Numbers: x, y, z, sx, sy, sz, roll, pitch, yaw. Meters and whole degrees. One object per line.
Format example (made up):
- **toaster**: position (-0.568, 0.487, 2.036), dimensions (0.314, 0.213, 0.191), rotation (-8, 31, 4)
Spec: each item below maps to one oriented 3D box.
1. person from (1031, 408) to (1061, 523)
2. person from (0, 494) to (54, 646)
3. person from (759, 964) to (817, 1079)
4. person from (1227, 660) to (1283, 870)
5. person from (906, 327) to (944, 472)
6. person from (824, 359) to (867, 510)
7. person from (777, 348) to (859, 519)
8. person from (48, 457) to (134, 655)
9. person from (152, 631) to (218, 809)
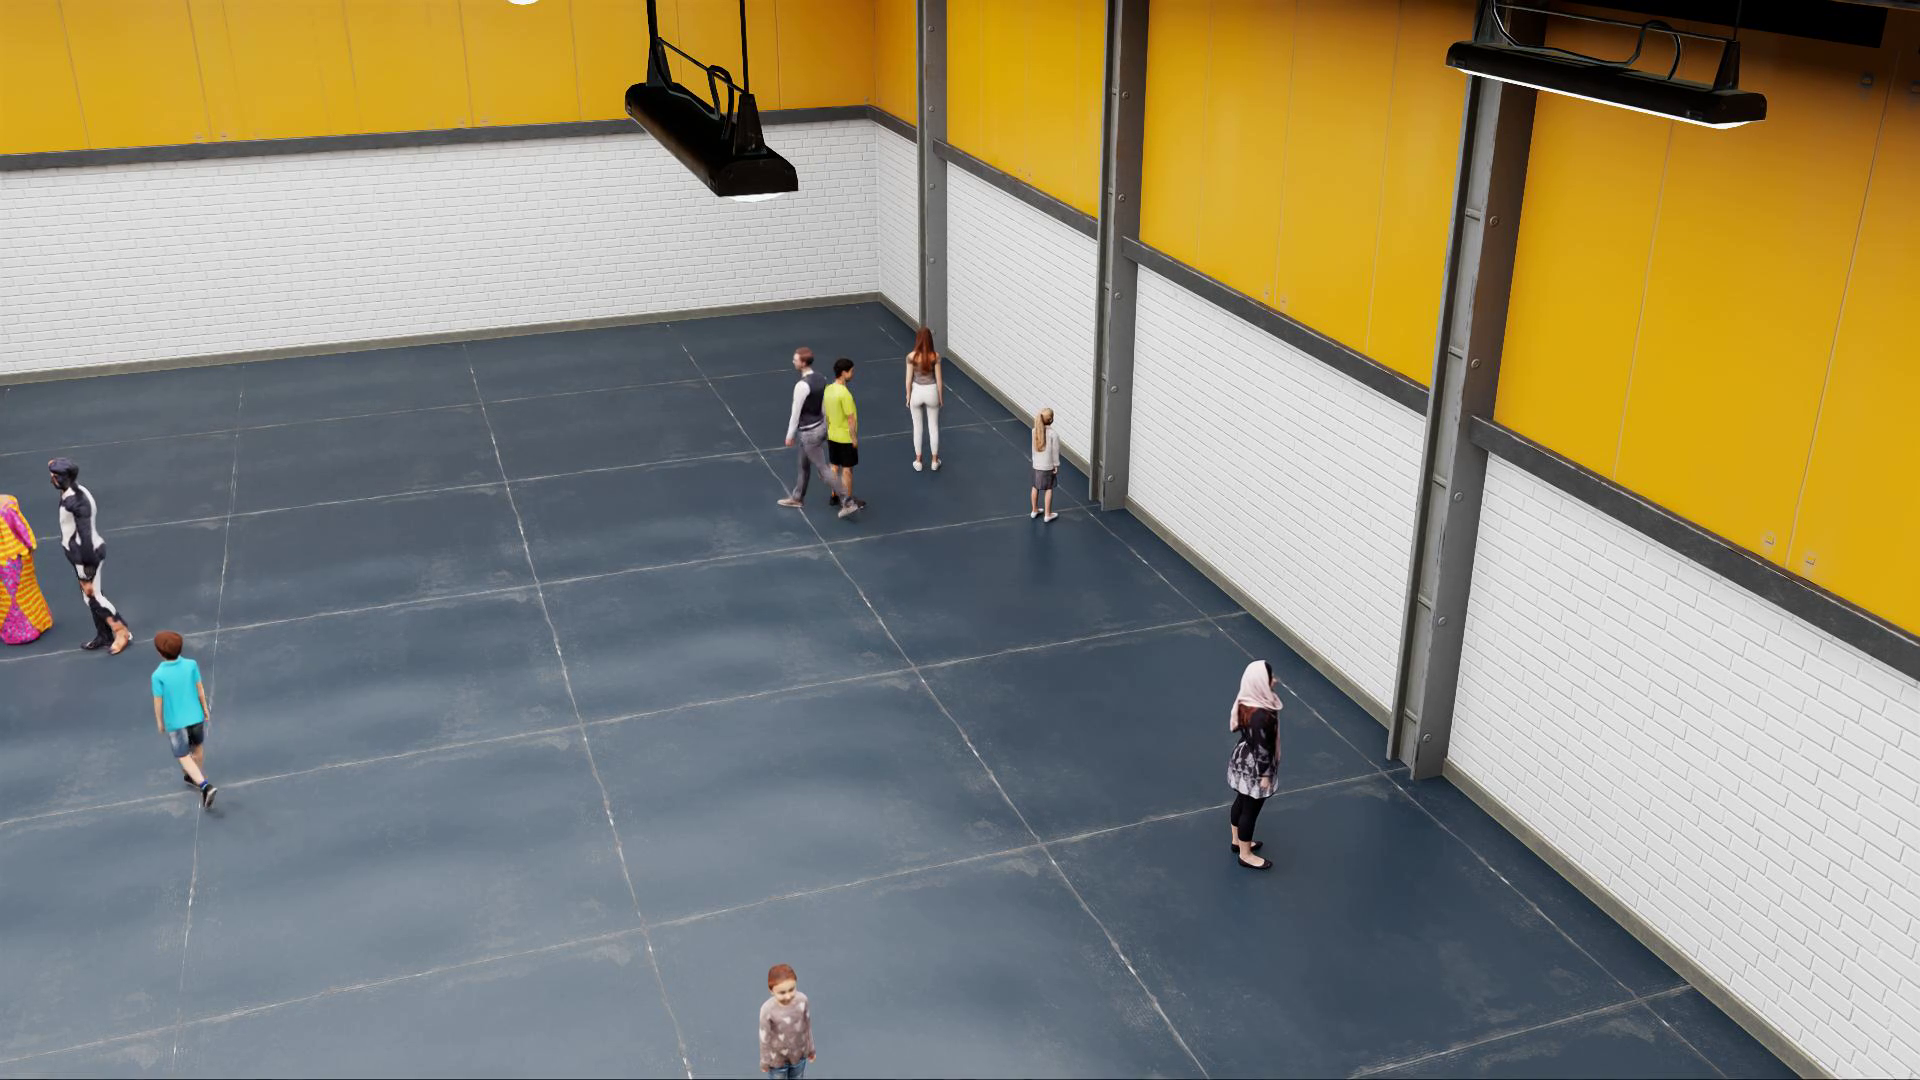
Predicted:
- **person**: position (0.914, -0.838, 18.122), dimensions (0.587, 1.275, 0.657), rotation (15, 28, 31)
- **person**: position (-8.873, 0.127, 15.438), dimensions (0.890, 1.658, 0.823), rotation (9, 25, 19)
- **person**: position (-1.001, 2.942, 9.576), dimensions (0.509, 1.194, 0.500), rotation (-12, 26, -26)
- **person**: position (2.129, 1.609, 12.073), dimensions (0.755, 1.638, 0.645), rotation (-2, 24, -4)
- **person**: position (-0.411, -1.651, 19.423), dimensions (0.647, 1.724, 0.629), rotation (0, 24, -1)
- **person**: position (-1.304, -1.170, 18.345), dimensions (0.750, 1.706, 0.596), rotation (-19, 30, -36)
- **person**: position (-1.515, -1.127, 17.998), dimensions (1.214, 1.906, 1.251), rotation (7, 25, 17)
- **person**: position (-7.922, 0.133, 15.139), dimensions (0.817, 1.885, 0.685), rotation (-16, 28, -32)
- **person**: position (-5.968, 1.382, 12.850), dimensions (0.968, 1.430, 0.794), rotation (19, 30, 36)
